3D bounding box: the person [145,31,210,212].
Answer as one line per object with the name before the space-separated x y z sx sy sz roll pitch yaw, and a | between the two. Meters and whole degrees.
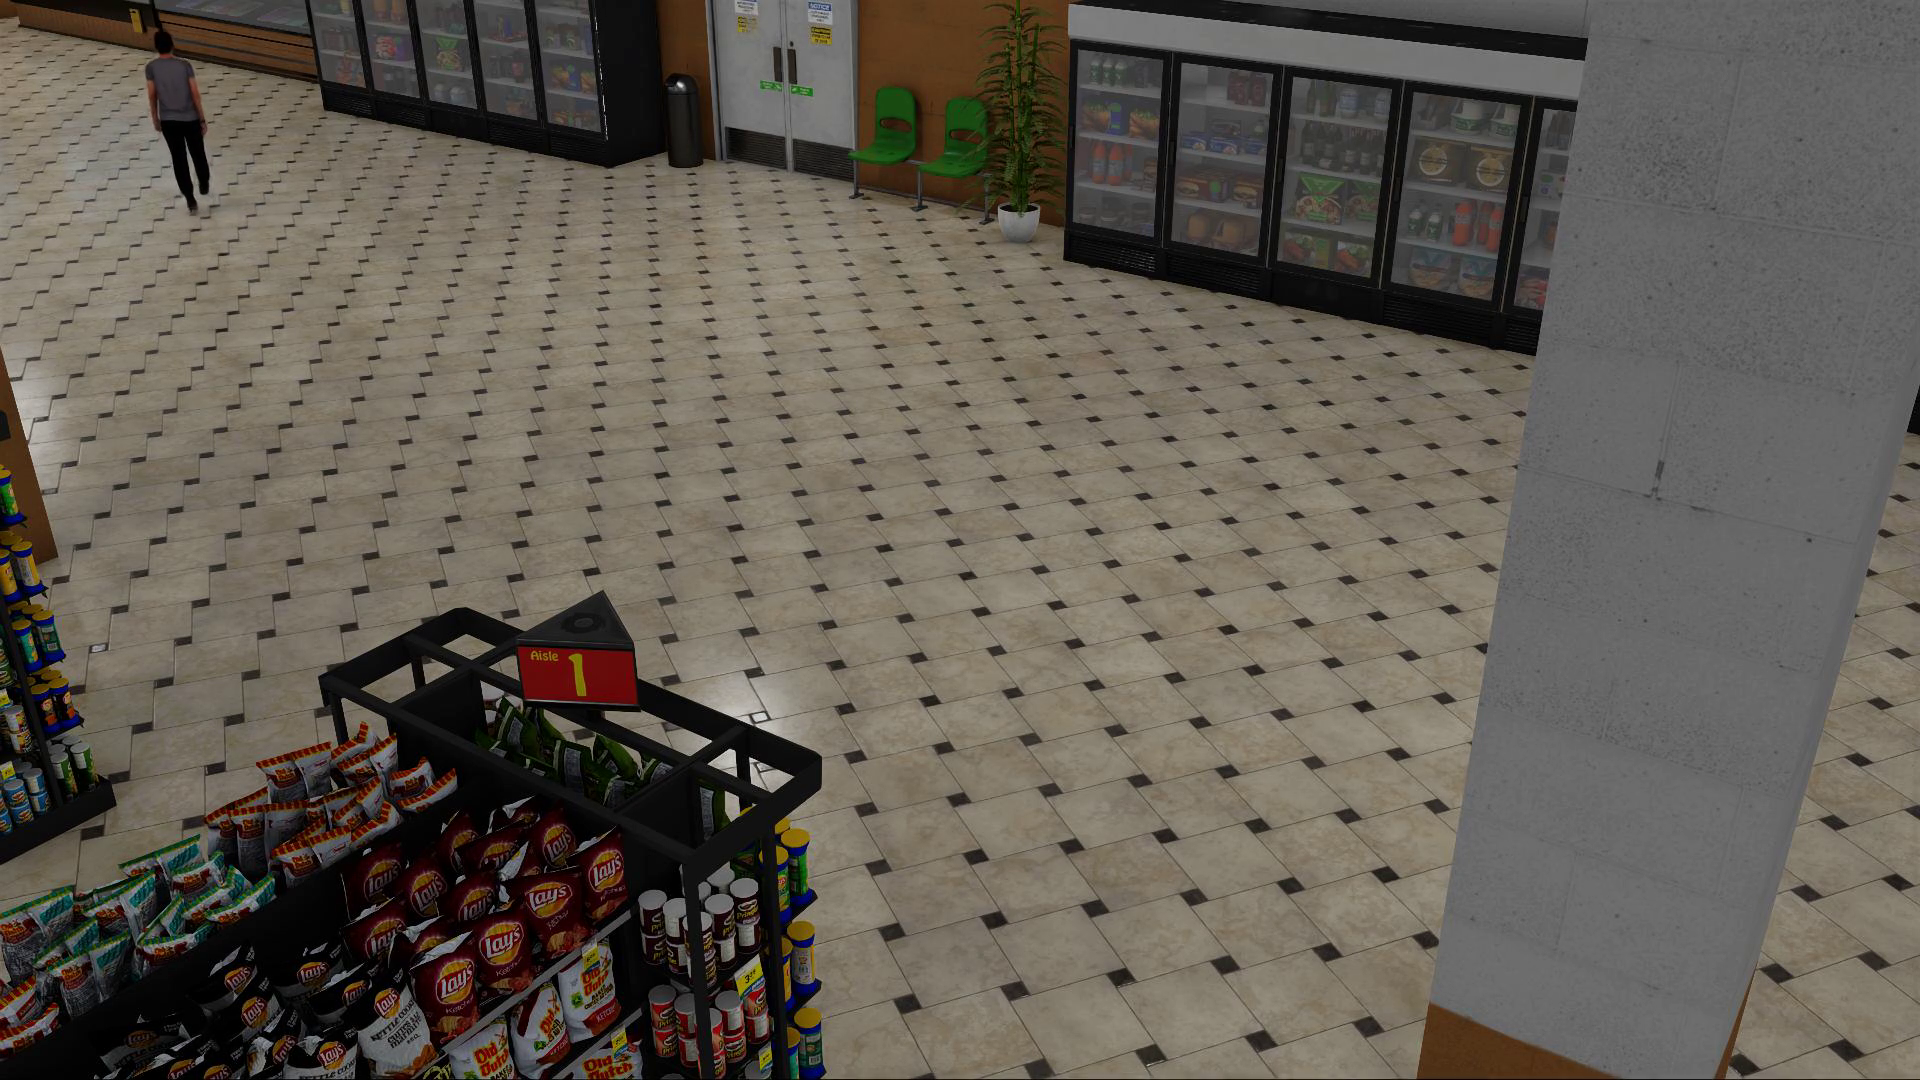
person | -7.796 -4.148 16.615 1.160 1.708 1.089 -11 29 -21
